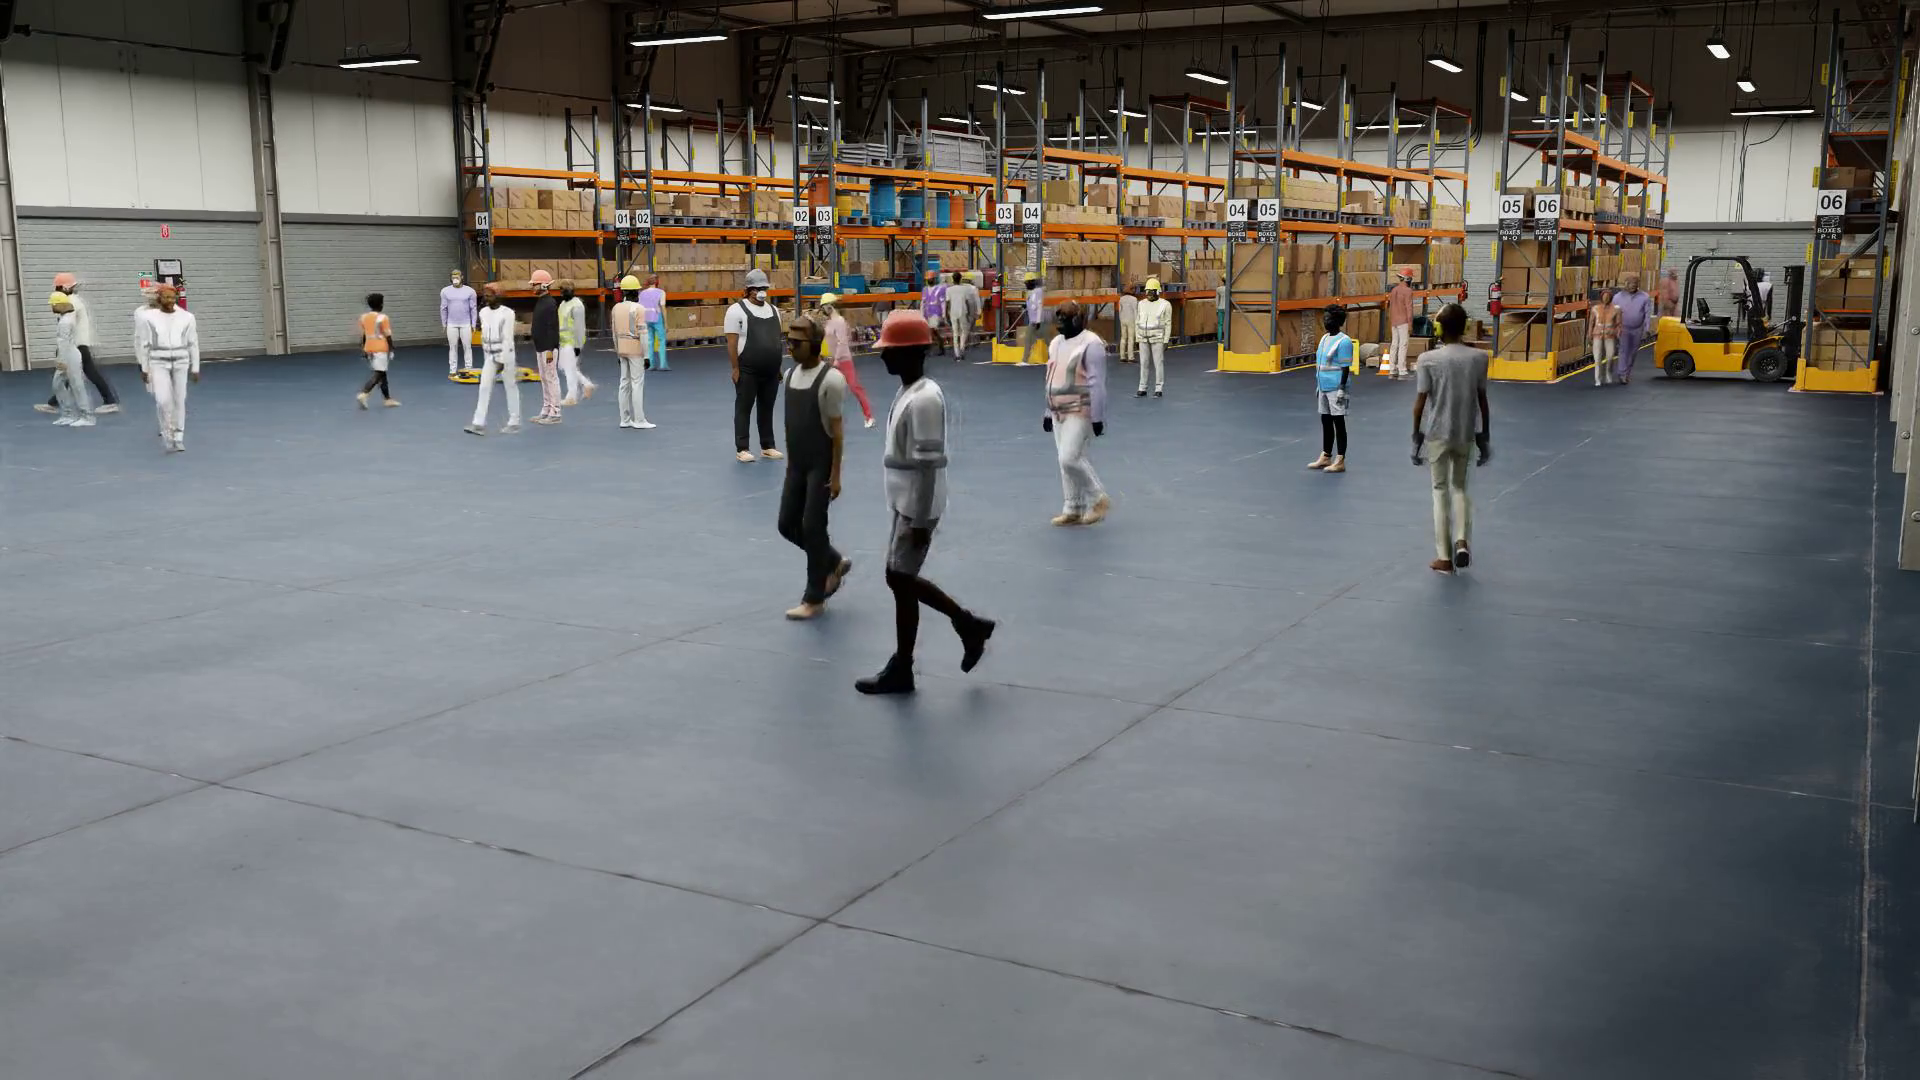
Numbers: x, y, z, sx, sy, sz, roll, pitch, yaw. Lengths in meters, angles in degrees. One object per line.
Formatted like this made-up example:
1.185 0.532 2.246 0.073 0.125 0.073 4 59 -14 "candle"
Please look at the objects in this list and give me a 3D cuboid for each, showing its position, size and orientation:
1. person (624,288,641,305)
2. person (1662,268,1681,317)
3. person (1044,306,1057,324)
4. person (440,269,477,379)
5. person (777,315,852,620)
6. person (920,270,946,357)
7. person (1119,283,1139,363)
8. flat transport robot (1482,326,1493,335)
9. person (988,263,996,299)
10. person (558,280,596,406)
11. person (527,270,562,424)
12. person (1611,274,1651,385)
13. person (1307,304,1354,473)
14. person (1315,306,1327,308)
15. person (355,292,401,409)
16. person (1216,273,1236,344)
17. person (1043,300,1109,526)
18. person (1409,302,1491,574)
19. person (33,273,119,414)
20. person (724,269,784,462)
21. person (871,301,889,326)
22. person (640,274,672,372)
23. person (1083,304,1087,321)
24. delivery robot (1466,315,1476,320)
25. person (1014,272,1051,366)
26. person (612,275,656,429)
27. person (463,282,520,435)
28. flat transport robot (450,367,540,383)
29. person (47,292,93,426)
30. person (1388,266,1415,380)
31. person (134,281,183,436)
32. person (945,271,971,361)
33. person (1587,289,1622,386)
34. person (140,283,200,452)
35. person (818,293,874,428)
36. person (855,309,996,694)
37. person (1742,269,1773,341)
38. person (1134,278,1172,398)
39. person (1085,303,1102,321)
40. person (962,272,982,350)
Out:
-6.715 -4.510 34.428 0.500 1.636 0.284 3 10 19 "person"
18.564 -6.190 43.553 0.688 1.876 0.607 -6 11 -31 "person"
1.932 -5.209 37.684 0.625 1.931 0.376 0 10 1 "person"
-8.862 -3.808 29.435 0.630 1.940 0.372 -2 10 -9 "person"
-0.861 -0.442 10.057 0.510 1.833 0.532 8 13 41 "person"
-0.577 -4.919 36.145 0.563 1.886 0.969 7 12 34 "person"
3.447 -4.419 33.904 0.279 1.633 0.500 -8 13 -39 "person"
14.636 -5.759 45.732 0.652 0.197 1.431 0 10 1 "flat transport robot"
1.159 -7.946 53.626 0.691 1.942 0.644 0 10 2 "person"
-5.649 -2.879 24.311 0.517 1.826 0.639 -6 11 -30 "person"
-5.395 -2.502 21.625 0.382 1.995 0.612 -6 11 -30 "person"
11.456 -3.608 28.478 0.636 1.875 0.859 1 10 8 "person"
3.761 -1.531 16.810 0.318 1.697 0.533 -3 10 -18 "person"
8.761 -5.582 39.899 0.582 1.914 0.585 3 10 15 "person"
-8.334 -2.689 23.682 0.536 1.666 0.790 6 11 32 "person"
6.424 -5.556 40.176 0.523 1.769 0.310 6 11 30 "person"
0.898 -1.004 13.339 0.432 1.832 0.626 -5 11 -26 "person"
3.351 -0.693 11.407 0.525 1.857 0.389 0 10 -3 "person"
-12.236 -2.699 22.968 1.046 1.941 0.626 -6 11 -29 "person"
-2.132 -1.859 17.723 0.674 2.000 0.535 -9 13 -42 "person"
-1.937 -5.638 41.178 0.513 1.586 0.837 4 10 20 "person"
-5.776 -4.096 31.399 0.588 1.844 0.411 5 11 25 "person"
3.131 -6.244 43.943 0.507 1.860 0.350 -2 10 -12 "person"
13.863 -5.915 45.538 0.707 0.478 0.477 -1 10 -9 "delivery robot"
1.568 -4.375 32.959 0.992 1.873 0.648 -4 11 -24 "person"
-4.135 -2.364 21.005 0.587 1.930 0.359 7 12 36 "person"
-5.667 -2.173 20.119 0.574 1.846 0.902 5 11 25 "person"
-8.025 -2.864 28.779 1.431 0.197 0.652 -6 12 -33 "flat transport robot"
-11.461 -2.302 21.265 0.607 1.721 0.493 -5 11 -29 "person"
7.810 -3.822 29.348 0.386 1.996 0.610 -3 10 -17 "person"
-9.746 -2.229 20.378 0.650 1.883 0.651 0 10 2 "person"
-0.054 -4.640 34.548 0.525 1.846 0.551 -2 10 -9 "person"
10.818 -3.394 27.928 0.519 1.625 0.398 4 11 23 "person"
-8.724 -1.895 18.423 0.592 1.863 0.632 -6 12 -32 "person"
-1.465 -2.278 21.134 0.759 1.718 0.569 -5 11 -25 "person"
-0.178 -0.180 8.246 0.647 1.922 0.559 -2 10 -10 "person"
17.787 -5.092 37.087 0.620 1.885 0.883 6 11 32 "person"
2.941 -3.085 25.503 0.588 1.835 0.403 6 11 32 "person"
3.618 -6.528 46.021 0.536 1.713 0.932 5 11 27 "person"
0.283 -5.329 38.743 0.623 1.791 0.907 8 13 40 "person"
